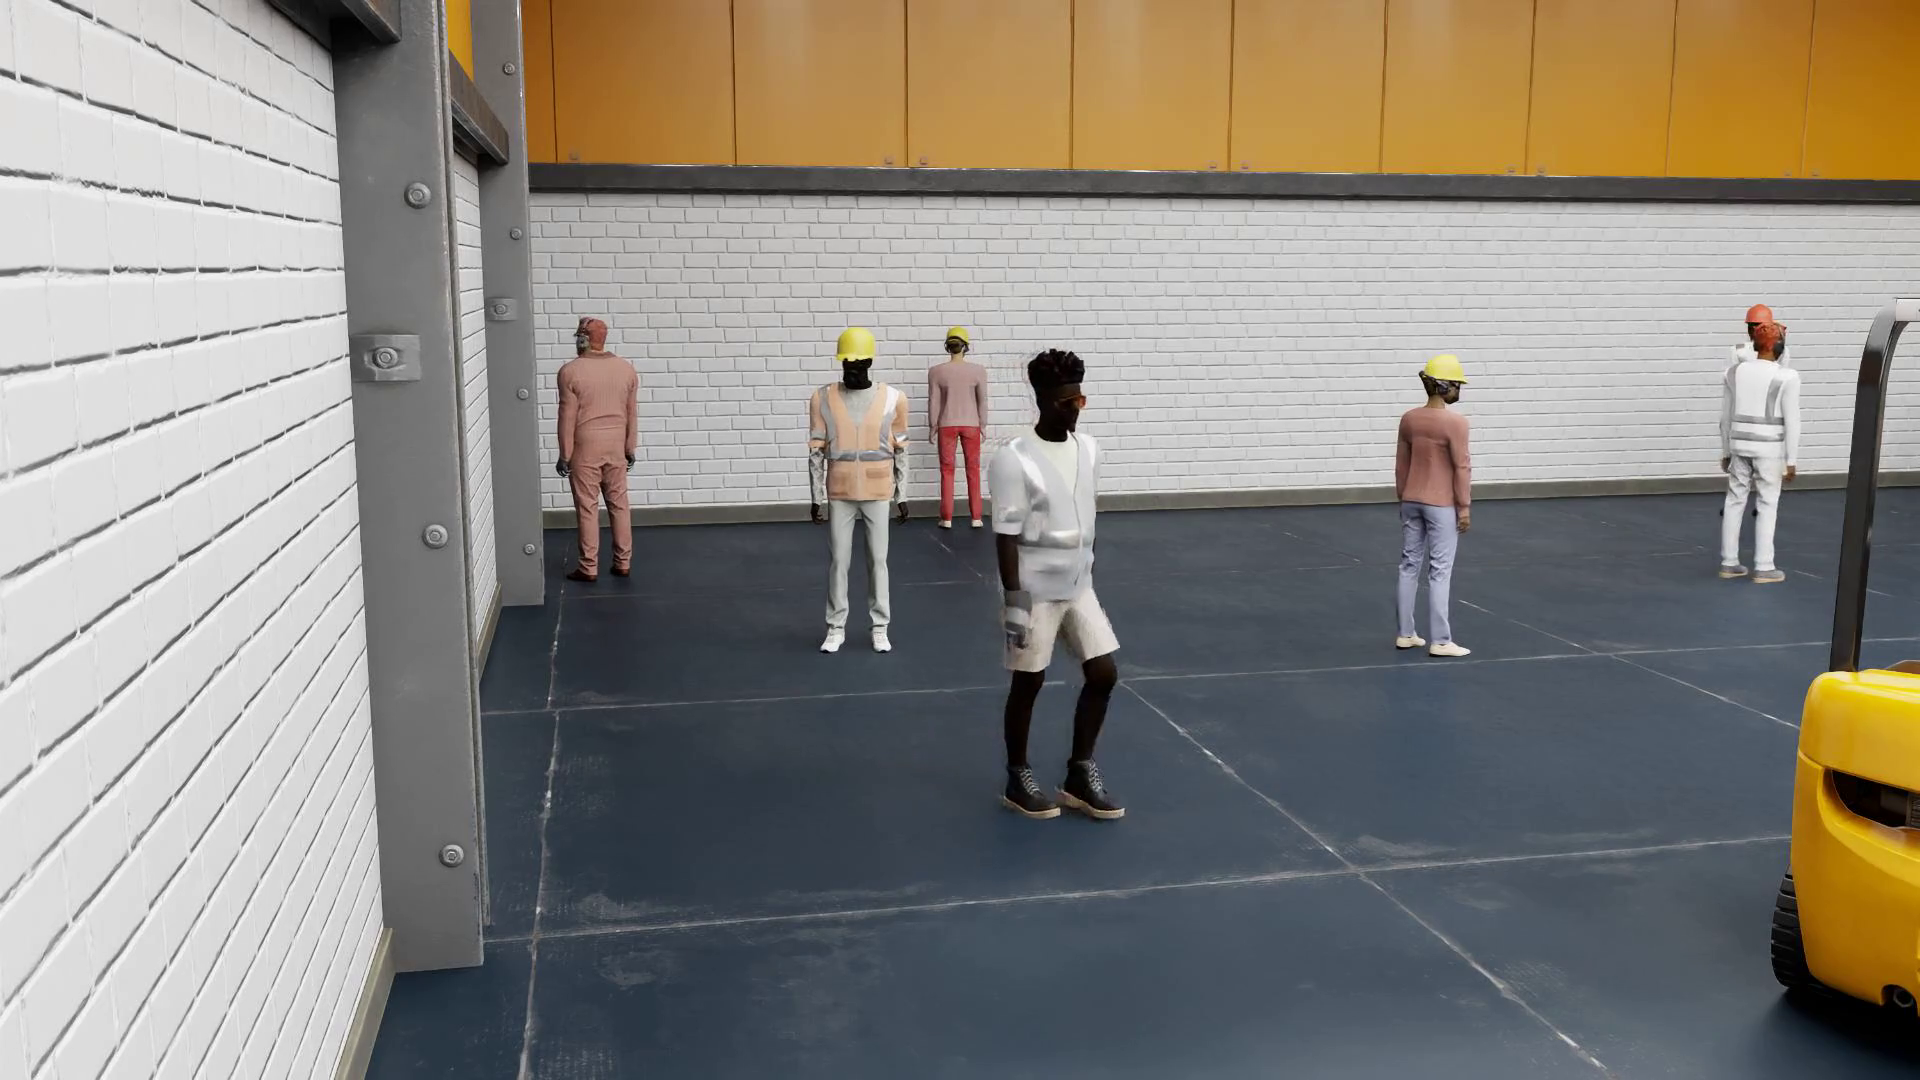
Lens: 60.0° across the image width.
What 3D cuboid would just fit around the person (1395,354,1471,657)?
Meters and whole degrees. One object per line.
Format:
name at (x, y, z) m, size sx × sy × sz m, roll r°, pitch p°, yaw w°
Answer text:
person at (2.778, -0.200, 9.743) m, size 0.329 × 1.764 × 0.524 m, roll -6°, pitch 11°, yaw -30°

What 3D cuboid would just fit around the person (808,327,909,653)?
person at (-0.591, -0.285, 9.764) m, size 0.591 × 1.923 × 0.381 m, roll 0°, pitch 9°, yaw -1°

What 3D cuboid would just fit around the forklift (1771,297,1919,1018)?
forklift at (3.542, 0.334, 5.177) m, size 2.313 × 2.155 × 1.214 m, roll -9°, pitch 13°, yaw -43°

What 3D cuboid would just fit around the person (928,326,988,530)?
person at (-0.019, -0.963, 14.415) m, size 0.524 × 1.759 × 0.337 m, roll 0°, pitch 9°, yaw -3°

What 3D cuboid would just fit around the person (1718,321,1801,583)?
person at (5.758, -0.631, 12.011) m, size 0.345 × 1.882 × 0.598 m, roll -6°, pitch 11°, yaw -34°

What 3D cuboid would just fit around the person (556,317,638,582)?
person at (-2.642, -0.651, 12.049) m, size 0.652 × 1.908 × 0.409 m, roll -9°, pitch 13°, yaw -43°

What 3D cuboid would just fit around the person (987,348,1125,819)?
person at (0.428, 0.202, 6.727) m, size 0.626 × 1.940 × 0.667 m, roll -8°, pitch 12°, yaw -40°

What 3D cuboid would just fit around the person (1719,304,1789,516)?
person at (7.152, -1.155, 15.029) m, size 0.551 × 1.936 × 0.357 m, roll 1°, pitch 9°, yaw 5°
